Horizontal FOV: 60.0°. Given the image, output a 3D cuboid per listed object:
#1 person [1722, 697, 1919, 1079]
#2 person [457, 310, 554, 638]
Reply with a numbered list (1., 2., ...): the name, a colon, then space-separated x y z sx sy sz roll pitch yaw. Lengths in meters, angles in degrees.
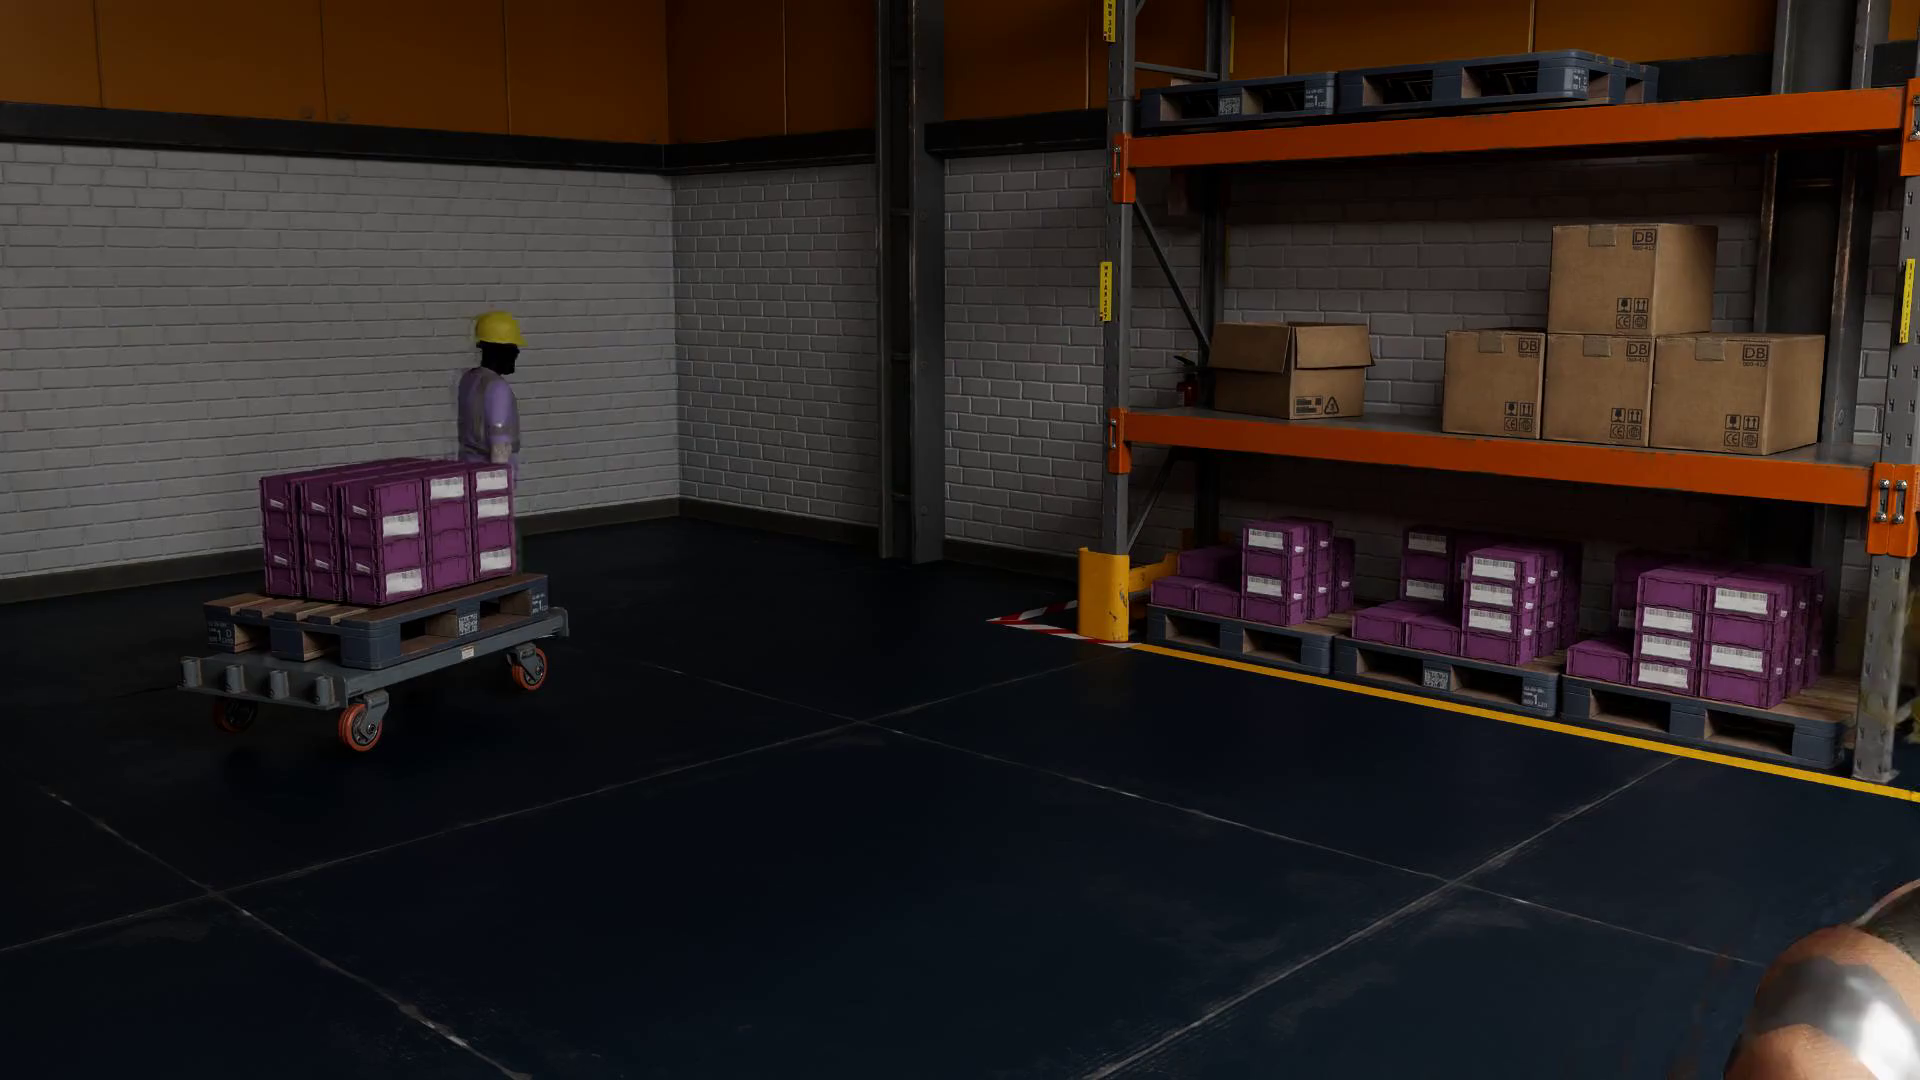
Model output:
1. person: 0.808 0.922 1.582 0.600 1.906 0.637 -7 12 -38
2. person: -2.679 -0.320 9.234 0.815 1.899 0.585 -6 11 -33
